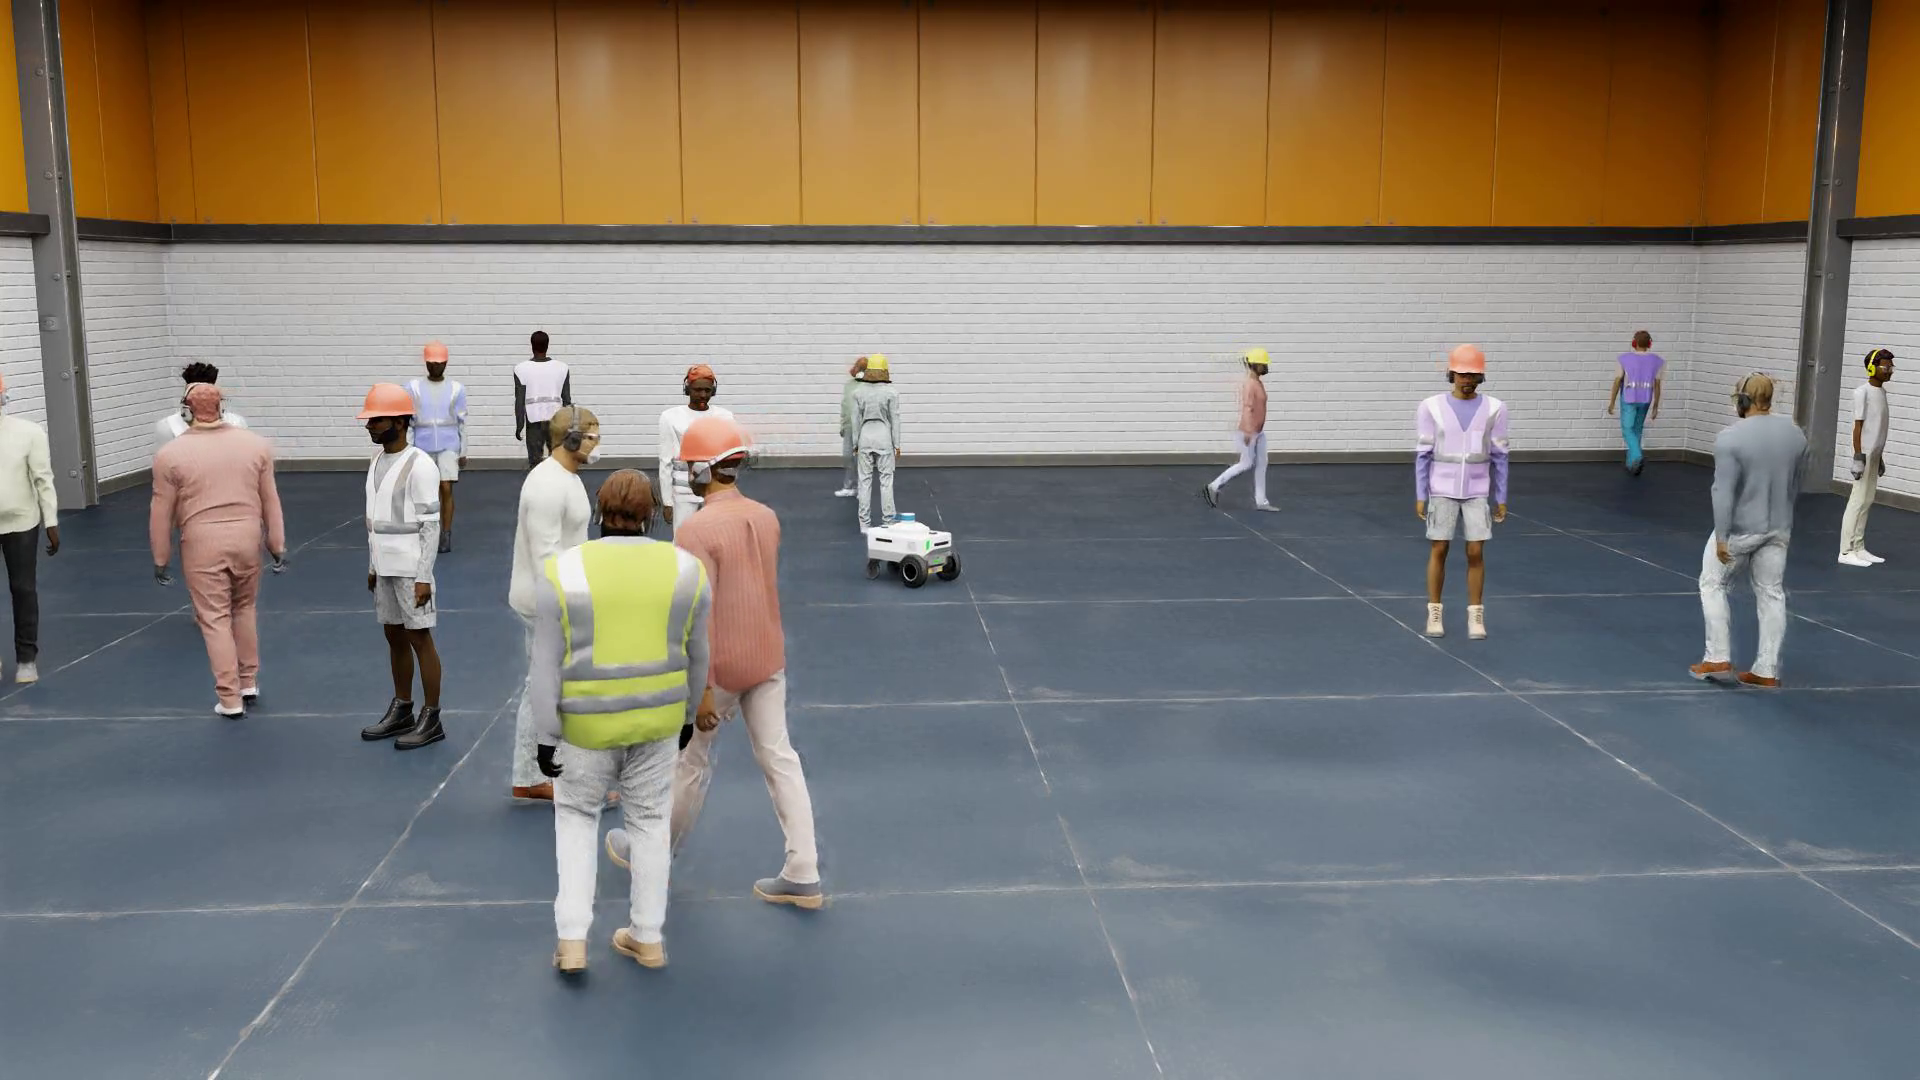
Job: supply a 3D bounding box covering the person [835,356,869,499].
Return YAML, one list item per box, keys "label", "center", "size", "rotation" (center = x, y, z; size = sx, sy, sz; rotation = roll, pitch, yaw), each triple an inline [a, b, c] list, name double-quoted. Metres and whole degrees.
- label: "person"
  center: [-1.106, -1.246, 18.530]
  size: [0.541, 1.609, 0.347]
  rotation: [5, 10, 28]

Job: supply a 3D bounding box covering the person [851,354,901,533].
- label: "person"
  center: [-0.806, -0.934, 16.155]
  size: [0.492, 1.742, 0.324]
  rotation: [2, 9, 15]

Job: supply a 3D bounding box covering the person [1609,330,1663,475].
- label: "person"
  center: [8.519, -1.726, 20.911]
  size: [0.583, 1.819, 0.821]
  rotation: [0, 9, -1]

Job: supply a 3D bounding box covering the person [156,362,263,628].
- label: "person"
  center: [-5.180, -0.274, 11.481]
  size: [0.994, 1.920, 0.619]
  rotation: [8, 12, 43]

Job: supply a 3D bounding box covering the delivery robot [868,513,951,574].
- label: "delivery robot"
  center: [-0.418, 0.024, 13.564]
  size: [0.707, 0.478, 0.477]
  rotation: [8, 12, 39]

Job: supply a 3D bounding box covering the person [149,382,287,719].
- label: "person"
  center: [-4.248, 0.051, 9.492]
  size: [0.693, 1.889, 0.708]
  rotation: [-8, 12, -41]

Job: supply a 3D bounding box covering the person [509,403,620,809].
- label: "person"
  center: [-1.820, 0.320, 7.754]
  size: [0.659, 1.908, 0.657]
  rotation: [-1, 9, -5]

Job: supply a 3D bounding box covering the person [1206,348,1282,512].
- label: "person"
  center: [3.019, -1.163, 17.586]
  size: [0.728, 1.746, 0.535]
  rotation: [4, 10, 26]

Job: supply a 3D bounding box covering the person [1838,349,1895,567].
- label: "person"
  center: [7.859, -0.712, 14.364]
  size: [0.536, 1.869, 0.312]
  rotation: [-8, 12, -41]

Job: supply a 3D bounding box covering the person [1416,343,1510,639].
- label: "person"
  center: [3.444, -0.328, 11.436]
  size: [0.616, 2.035, 0.406]
  rotation: [2, 9, 9]

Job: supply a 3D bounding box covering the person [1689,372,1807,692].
- label: "person"
  center: [4.779, -0.053, 10.096]
  size: [0.651, 1.919, 0.640]
  rotation: [-2, 9, -11]

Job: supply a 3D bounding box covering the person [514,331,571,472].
- label: "person"
  center: [-4.373, -1.232, 17.476]
  size: [0.596, 1.916, 0.372]
  rotation: [-5, 10, -28]

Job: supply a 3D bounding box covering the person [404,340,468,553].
- label: "person"
  center: [-4.758, -0.859, 15.132]
  size: [0.573, 1.922, 0.639]
  rotation: [-3, 9, -17]

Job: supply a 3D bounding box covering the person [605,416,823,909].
- label: "person"
  center: [-0.981, 0.480, 6.640]
  size: [1.014, 1.938, 0.673]
  rotation: [6, 11, 32]

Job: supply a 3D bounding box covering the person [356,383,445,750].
- label: "person"
  center: [-2.975, 0.138, 8.812]
  size: [0.543, 1.939, 0.361]
  rotation: [7, 12, 39]

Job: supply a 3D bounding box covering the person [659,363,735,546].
- label: "person"
  center: [-1.831, -0.293, 11.683]
  size: [0.572, 1.887, 0.355]
  rotation: [-6, 11, -32]

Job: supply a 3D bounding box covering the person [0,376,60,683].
- label: "person"
  center: [-5.841, -0.084, 10.101]
  size: [0.654, 1.971, 0.491]
  rotation: [-5, 10, -28]

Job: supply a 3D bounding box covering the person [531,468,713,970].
- label: "person"
  center: [-1.199, 0.658, 5.916]
  size: [0.645, 1.822, 0.434]
  rotation: [-4, 10, -23]
